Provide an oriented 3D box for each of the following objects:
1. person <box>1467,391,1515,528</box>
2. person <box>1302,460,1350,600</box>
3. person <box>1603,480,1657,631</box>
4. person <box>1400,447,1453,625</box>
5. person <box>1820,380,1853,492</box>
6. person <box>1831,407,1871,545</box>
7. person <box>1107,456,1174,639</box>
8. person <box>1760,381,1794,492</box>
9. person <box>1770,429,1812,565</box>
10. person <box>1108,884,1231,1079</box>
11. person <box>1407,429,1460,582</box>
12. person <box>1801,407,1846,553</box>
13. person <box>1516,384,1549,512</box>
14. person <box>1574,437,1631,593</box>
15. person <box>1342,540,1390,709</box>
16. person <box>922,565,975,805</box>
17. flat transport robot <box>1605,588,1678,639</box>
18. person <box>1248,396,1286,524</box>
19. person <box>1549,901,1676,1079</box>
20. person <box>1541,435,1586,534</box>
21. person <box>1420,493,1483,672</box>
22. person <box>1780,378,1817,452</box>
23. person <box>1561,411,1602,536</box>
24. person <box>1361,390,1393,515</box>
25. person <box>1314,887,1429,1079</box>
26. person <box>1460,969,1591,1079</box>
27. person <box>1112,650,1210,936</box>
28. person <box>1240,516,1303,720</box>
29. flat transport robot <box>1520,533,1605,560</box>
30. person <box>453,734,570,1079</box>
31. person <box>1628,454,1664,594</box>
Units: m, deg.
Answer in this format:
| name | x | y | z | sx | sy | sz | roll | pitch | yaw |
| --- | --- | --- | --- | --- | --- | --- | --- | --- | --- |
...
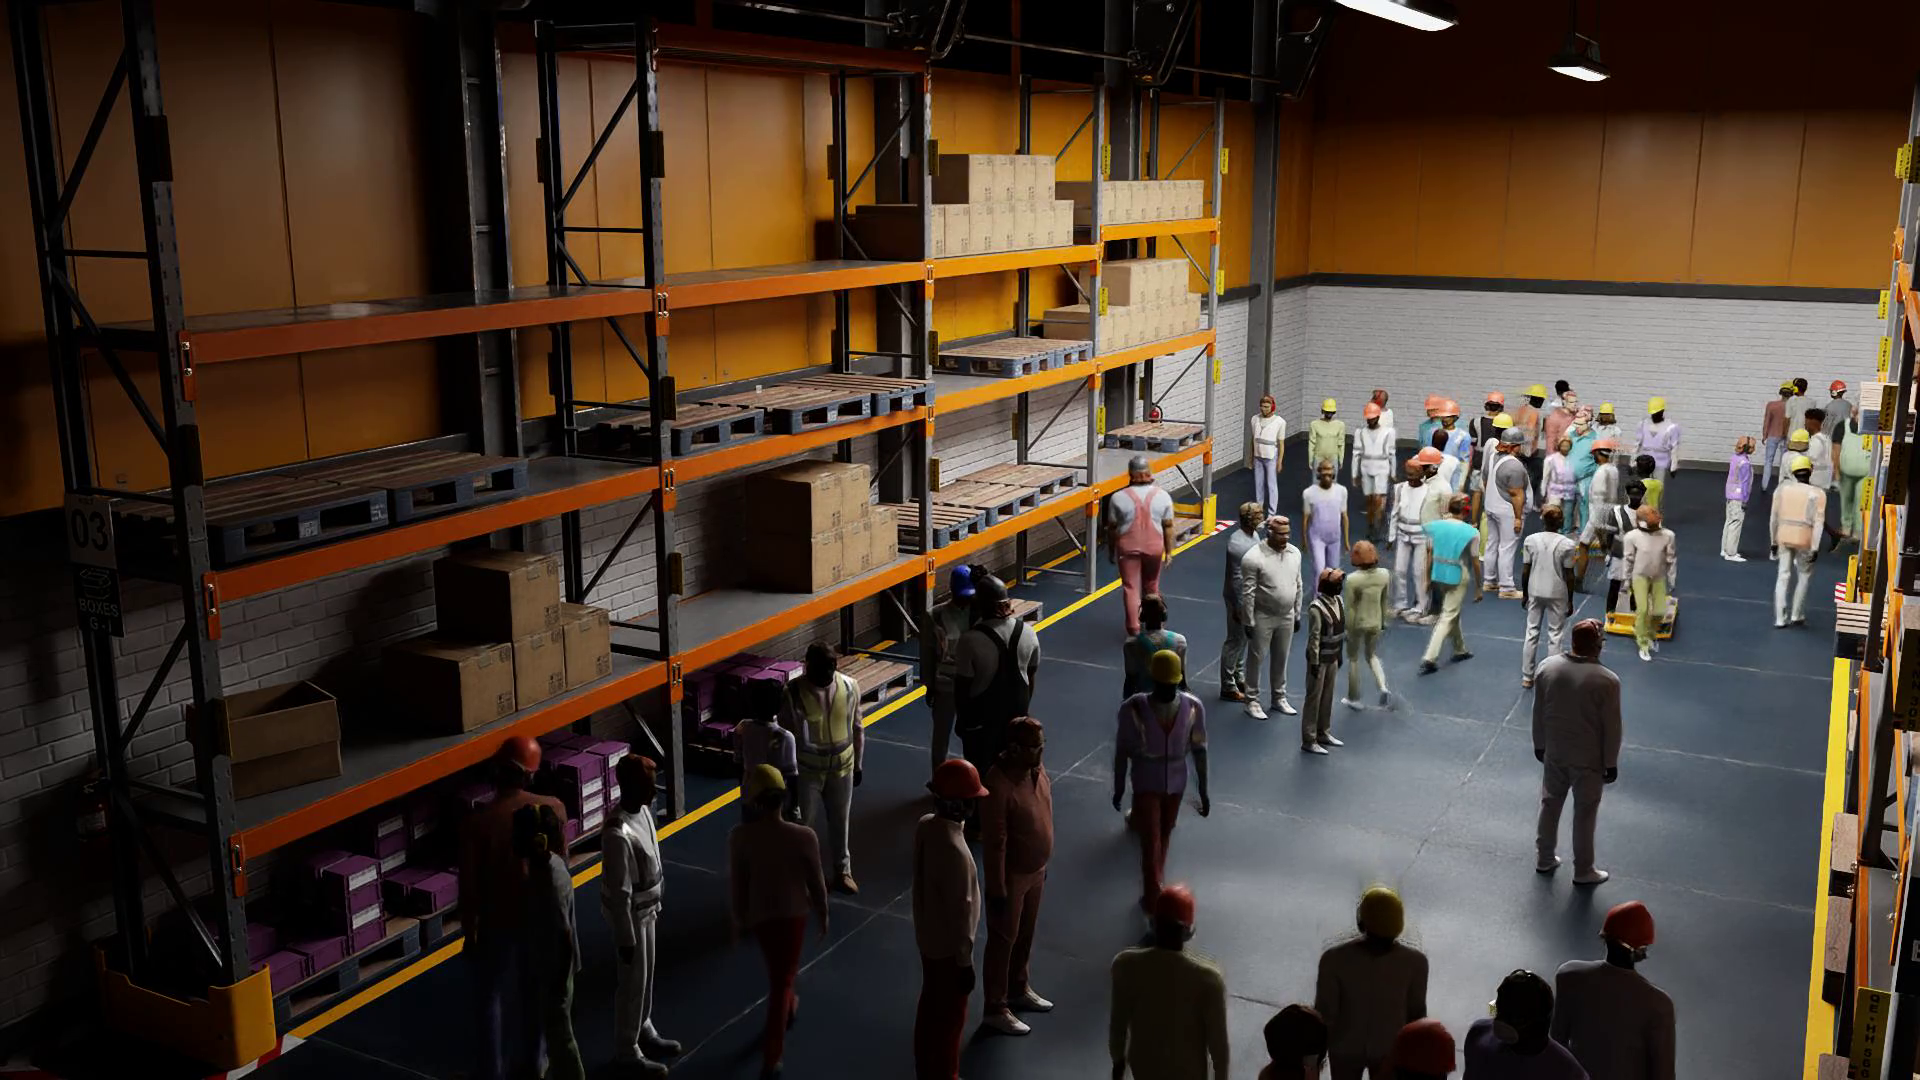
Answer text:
| name | x | y | z | sx | sy | sz | roll | pitch | yaw |
| --- | --- | --- | --- | --- | --- | --- | --- | --- | --- |
| person | 7.220 | -1.015 | 22.688 | 0.612 | 2.030 | 0.404 | 4 | 13 | 17 |
| person | 4.093 | -0.025 | 18.721 | 0.537 | 1.823 | 0.743 | -1 | 13 | -5 |
| person | 7.282 | 0.178 | 18.089 | 0.533 | 1.697 | 0.318 | 3 | 13 | 14 |
| person | 5.191 | -0.055 | 18.462 | 0.394 | 1.990 | 0.618 | -4 | 13 | -19 |
| person | 13.667 | -1.629 | 26.048 | 0.567 | 1.751 | 0.329 | -7 | 14 | -28 |
| person | 12.192 | -1.000 | 22.586 | 0.686 | 2.000 | 0.943 | 8 | 15 | 32 |
| person | 1.914 | 0.044 | 17.913 | 0.692 | 2.000 | 1.030 | 0 | 13 | -1 |
| person | 12.787 | -1.596 | 25.908 | 0.533 | 1.757 | 0.336 | 6 | 14 | 25 |
| person | 10.655 | -0.559 | 21.284 | 0.319 | 1.743 | 0.488 | 0 | 13 | 0 |
| person | 1.050 | 2.434 | 7.973 | 0.581 | 1.709 | 0.620 | 6 | 14 | 27 |
| person | 5.737 | -0.415 | 20.284 | 0.699 | 1.895 | 0.446 | 6 | 14 | 27 |
| person | 11.194 | -0.767 | 21.777 | 0.797 | 1.941 | 0.630 | 7 | 15 | 30 |
| person | 8.401 | -1.348 | 24.472 | 0.595 | 1.896 | 0.578 | -1 | 13 | -4 |
| person | 7.666 | -0.263 | 19.679 | 0.860 | 1.896 | 0.549 | 11 | 17 | 40 |
| person | 3.777 | 0.802 | 15.457 | 0.522 | 1.617 | 0.425 | -4 | 13 | -18 |
| person | -0.004 | 1.138 | 13.231 | 0.602 | 1.945 | 0.395 | -3 | 13 | -15 |
| flat transport robot | 7.597 | 0.806 | 18.499 | 0.652 | 0.197 | 1.431 | 6 | 14 | 25 |
| person | 4.382 | -1.150 | 23.725 | 0.395 | 1.836 | 0.560 | -12 | 17 | -42 |
| person | 2.993 | 2.484 | 7.634 | 0.570 | 1.749 | 0.342 | 12 | 18 | 44 |
| person | 7.869 | -0.596 | 21.776 | 0.530 | 1.598 | 0.838 | 1 | 13 | 3 |
| person | 4.956 | 0.418 | 16.780 | 0.942 | 1.808 | 0.579 | -9 | 15 | -35 |
| person | 12.846 | -1.554 | 25.489 | 0.583 | 1.858 | 0.326 | -1 | 13 | -5 |
| person | 8.081 | -0.743 | 21.756 | 0.407 | 1.902 | 0.639 | -11 | 17 | -40 |
| person | 6.113 | -1.272 | 24.238 | 0.390 | 1.849 | 0.566 | 8 | 15 | 31 |
| person | 1.912 | 2.458 | 7.812 | 0.540 | 1.723 | 0.885 | 2 | 13 | 10 |
| person | 2.201 | 2.613 | 6.639 | 0.371 | 1.941 | 0.627 | -8 | 15 | -31 |
| person | 1.369 | 1.659 | 11.013 | 0.617 | 1.884 | 0.927 | -2 | 13 | -11 |
| person | 2.878 | 0.704 | 15.283 | 0.643 | 1.900 | 0.399 | -6 | 14 | -25 |
| flat transport robot | 8.104 | 0.076 | 21.766 | 1.431 | 0.197 | 0.652 | -7 | 14 | -28 |
| person | -2.456 | 2.050 | 9.153 | 0.693 | 1.947 | 0.515 | -8 | 15 | -33 |
| person | 8.075 | -0.172 | 19.682 | 0.530 | 1.687 | 0.321 | -7 | 14 | -28 |
